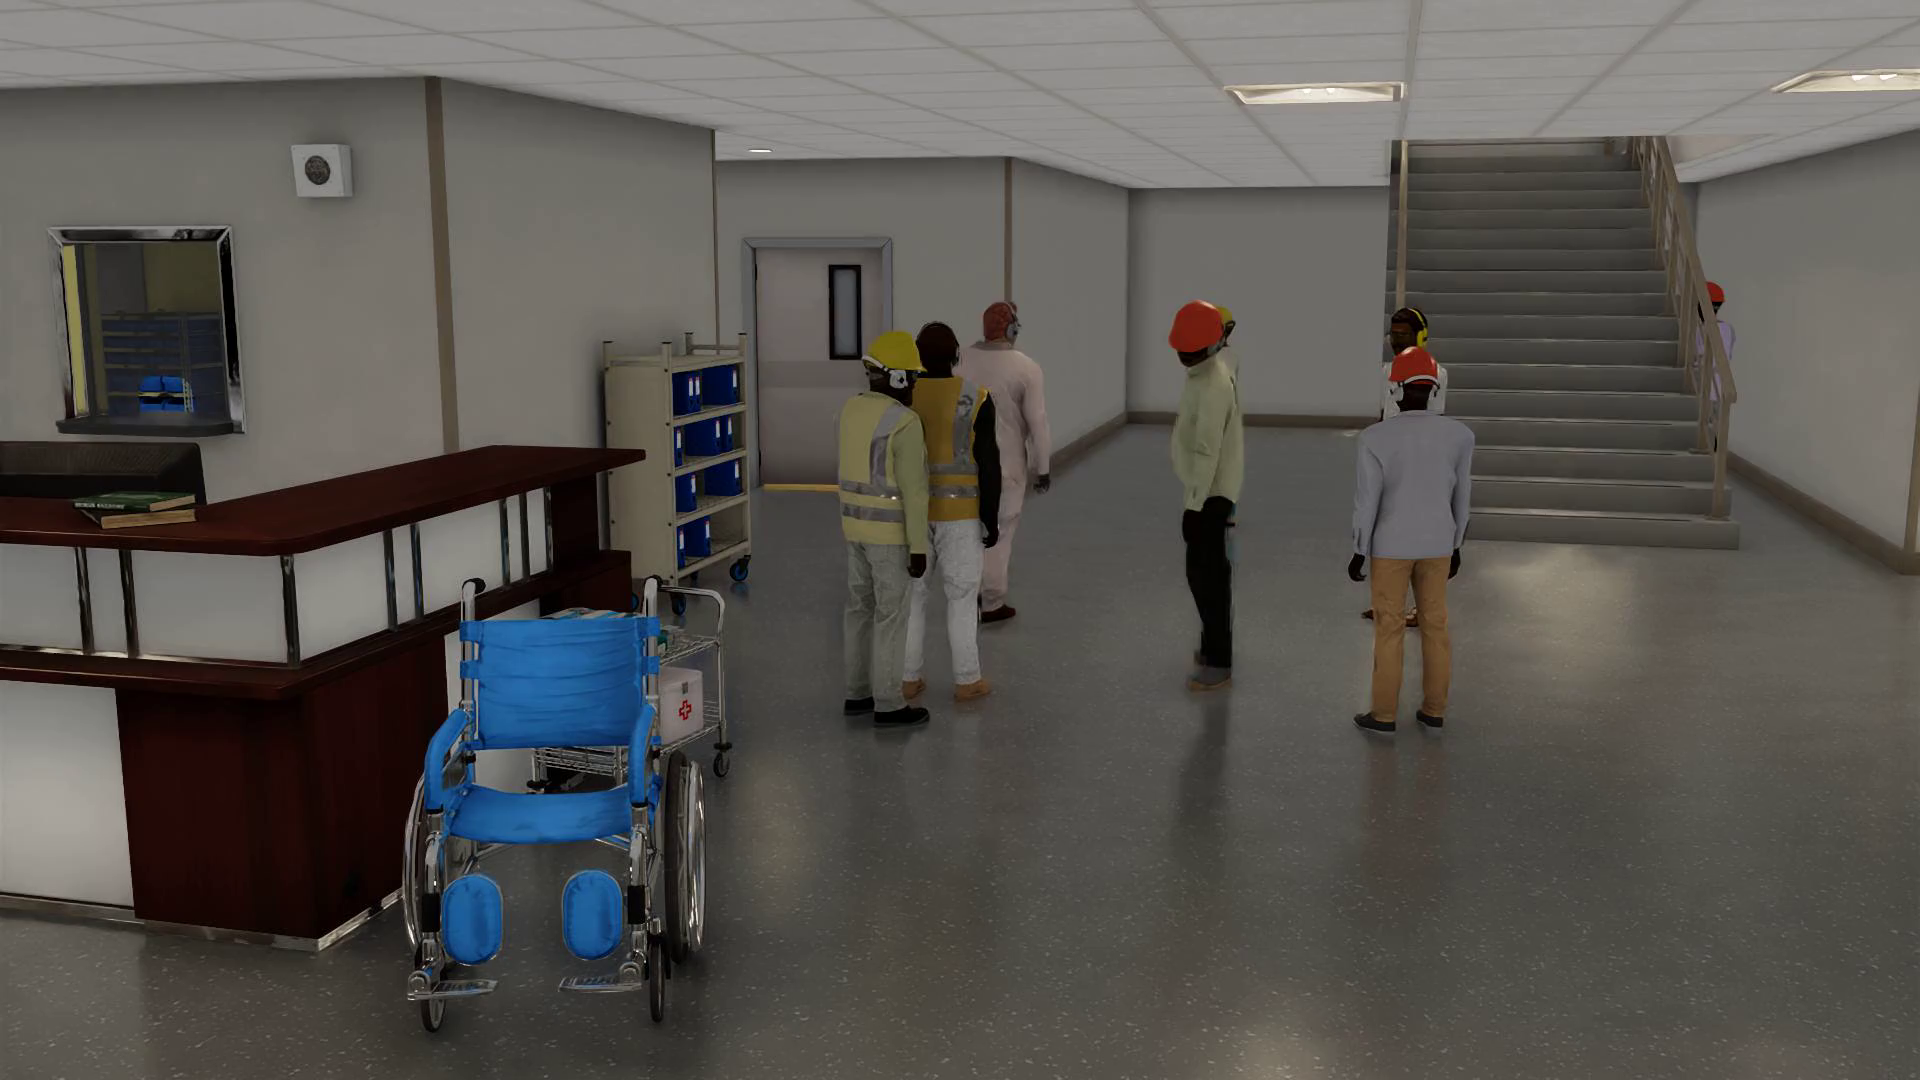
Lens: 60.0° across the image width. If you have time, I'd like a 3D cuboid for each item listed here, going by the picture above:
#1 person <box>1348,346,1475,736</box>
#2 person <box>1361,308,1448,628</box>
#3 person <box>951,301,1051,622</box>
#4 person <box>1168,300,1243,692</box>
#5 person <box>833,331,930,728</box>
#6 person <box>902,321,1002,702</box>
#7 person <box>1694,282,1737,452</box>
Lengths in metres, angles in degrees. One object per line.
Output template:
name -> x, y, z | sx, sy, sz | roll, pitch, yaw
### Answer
person -> 2.016, 0.008, 7.504 | 0.563, 1.752, 0.327 | -2, 10, -12
person -> 2.609, -0.420, 9.725 | 0.322, 1.862, 0.512 | -6, 11, -30
person -> 0.240, -0.466, 9.908 | 0.673, 1.886, 0.576 | 6, 11, 31
person -> 1.230, -0.238, 8.431 | 0.390, 1.948, 0.758 | 1, 10, 7
person -> -0.339, -0.043, 7.635 | 0.403, 1.819, 0.599 | -8, 12, -38
person -> -0.100, -0.130, 8.061 | 0.633, 1.846, 0.429 | 3, 10, 15
person -> 6.445, -1.260, 14.429 | 0.544, 1.939, 0.372 | -6, 11, -32
